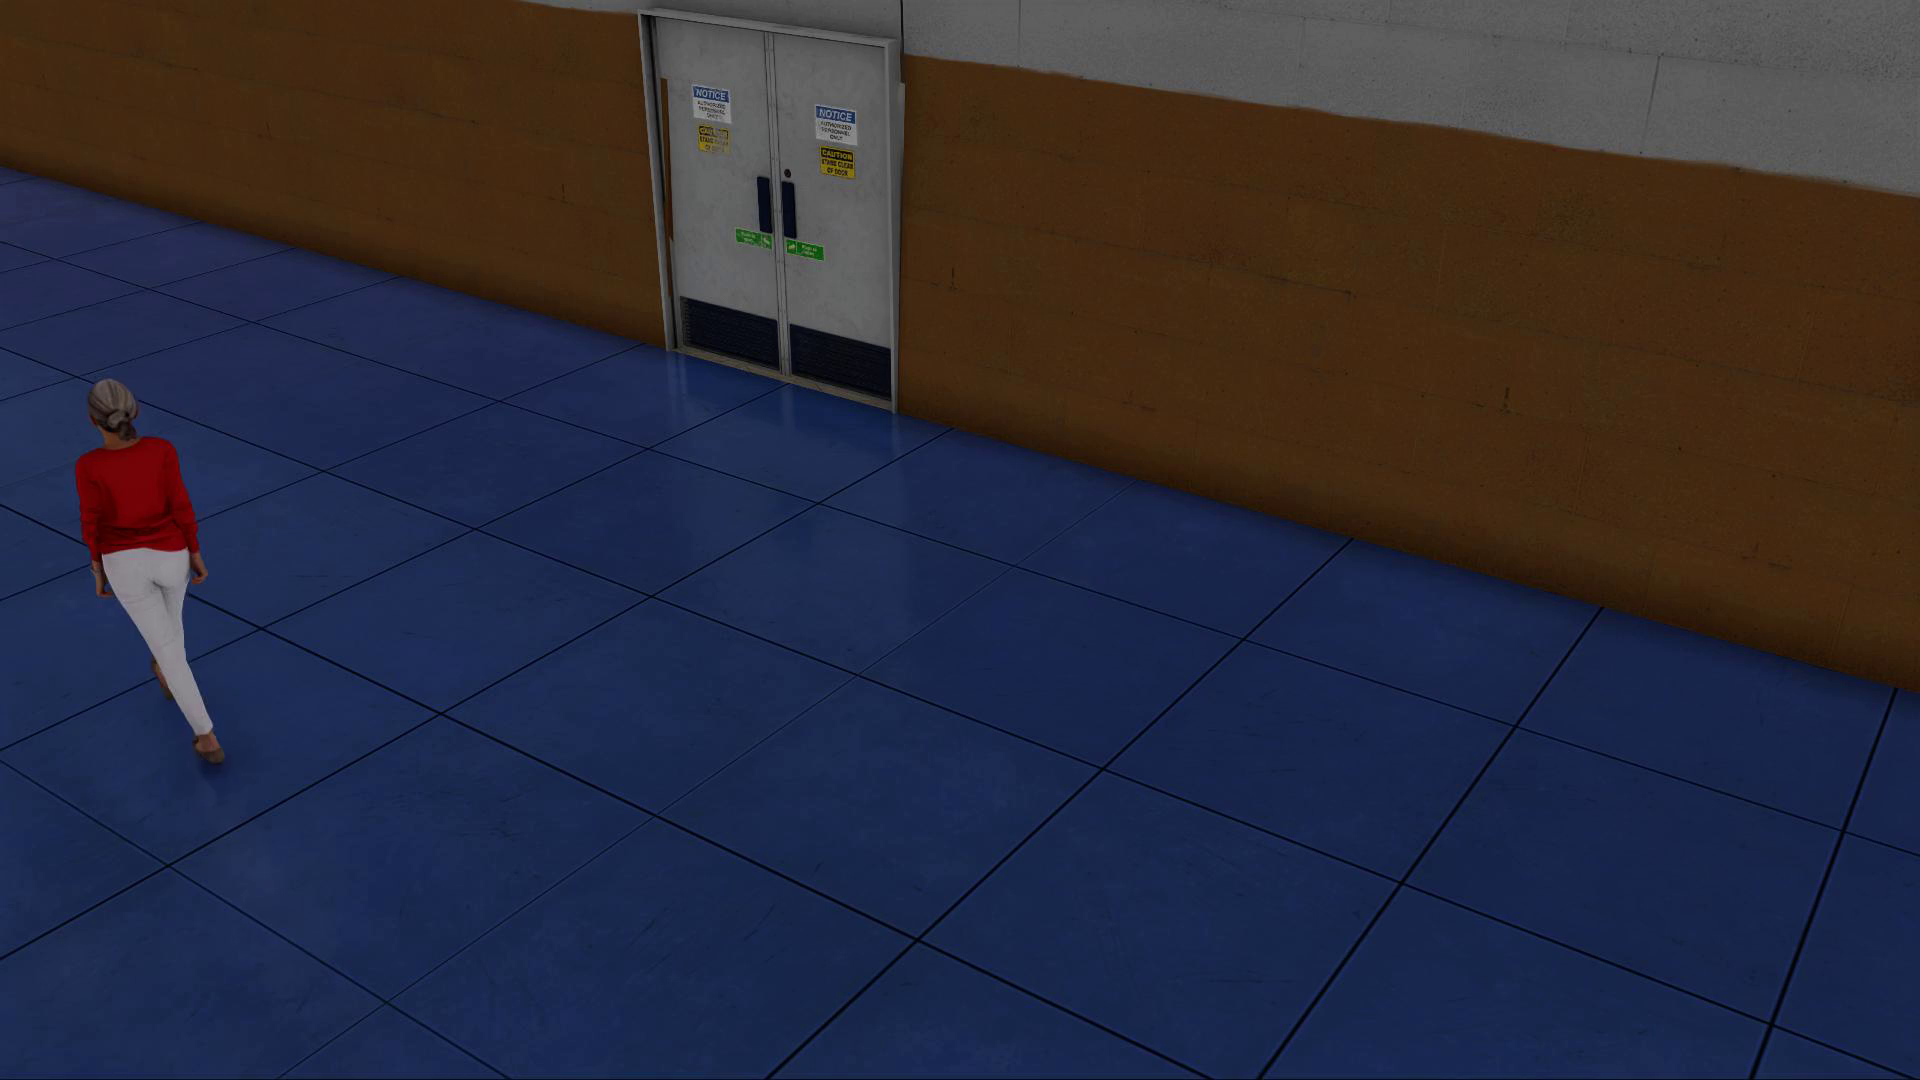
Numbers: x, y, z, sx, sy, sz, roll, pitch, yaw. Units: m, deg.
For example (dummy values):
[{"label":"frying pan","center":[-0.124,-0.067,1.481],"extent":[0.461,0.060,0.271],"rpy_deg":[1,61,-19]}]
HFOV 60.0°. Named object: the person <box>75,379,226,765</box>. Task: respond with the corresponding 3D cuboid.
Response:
[{"label":"person","center":[-3.300,0.180,6.838],"extent":[1.100,1.642,0.834],"rpy_deg":[-21,34,-35]}]
